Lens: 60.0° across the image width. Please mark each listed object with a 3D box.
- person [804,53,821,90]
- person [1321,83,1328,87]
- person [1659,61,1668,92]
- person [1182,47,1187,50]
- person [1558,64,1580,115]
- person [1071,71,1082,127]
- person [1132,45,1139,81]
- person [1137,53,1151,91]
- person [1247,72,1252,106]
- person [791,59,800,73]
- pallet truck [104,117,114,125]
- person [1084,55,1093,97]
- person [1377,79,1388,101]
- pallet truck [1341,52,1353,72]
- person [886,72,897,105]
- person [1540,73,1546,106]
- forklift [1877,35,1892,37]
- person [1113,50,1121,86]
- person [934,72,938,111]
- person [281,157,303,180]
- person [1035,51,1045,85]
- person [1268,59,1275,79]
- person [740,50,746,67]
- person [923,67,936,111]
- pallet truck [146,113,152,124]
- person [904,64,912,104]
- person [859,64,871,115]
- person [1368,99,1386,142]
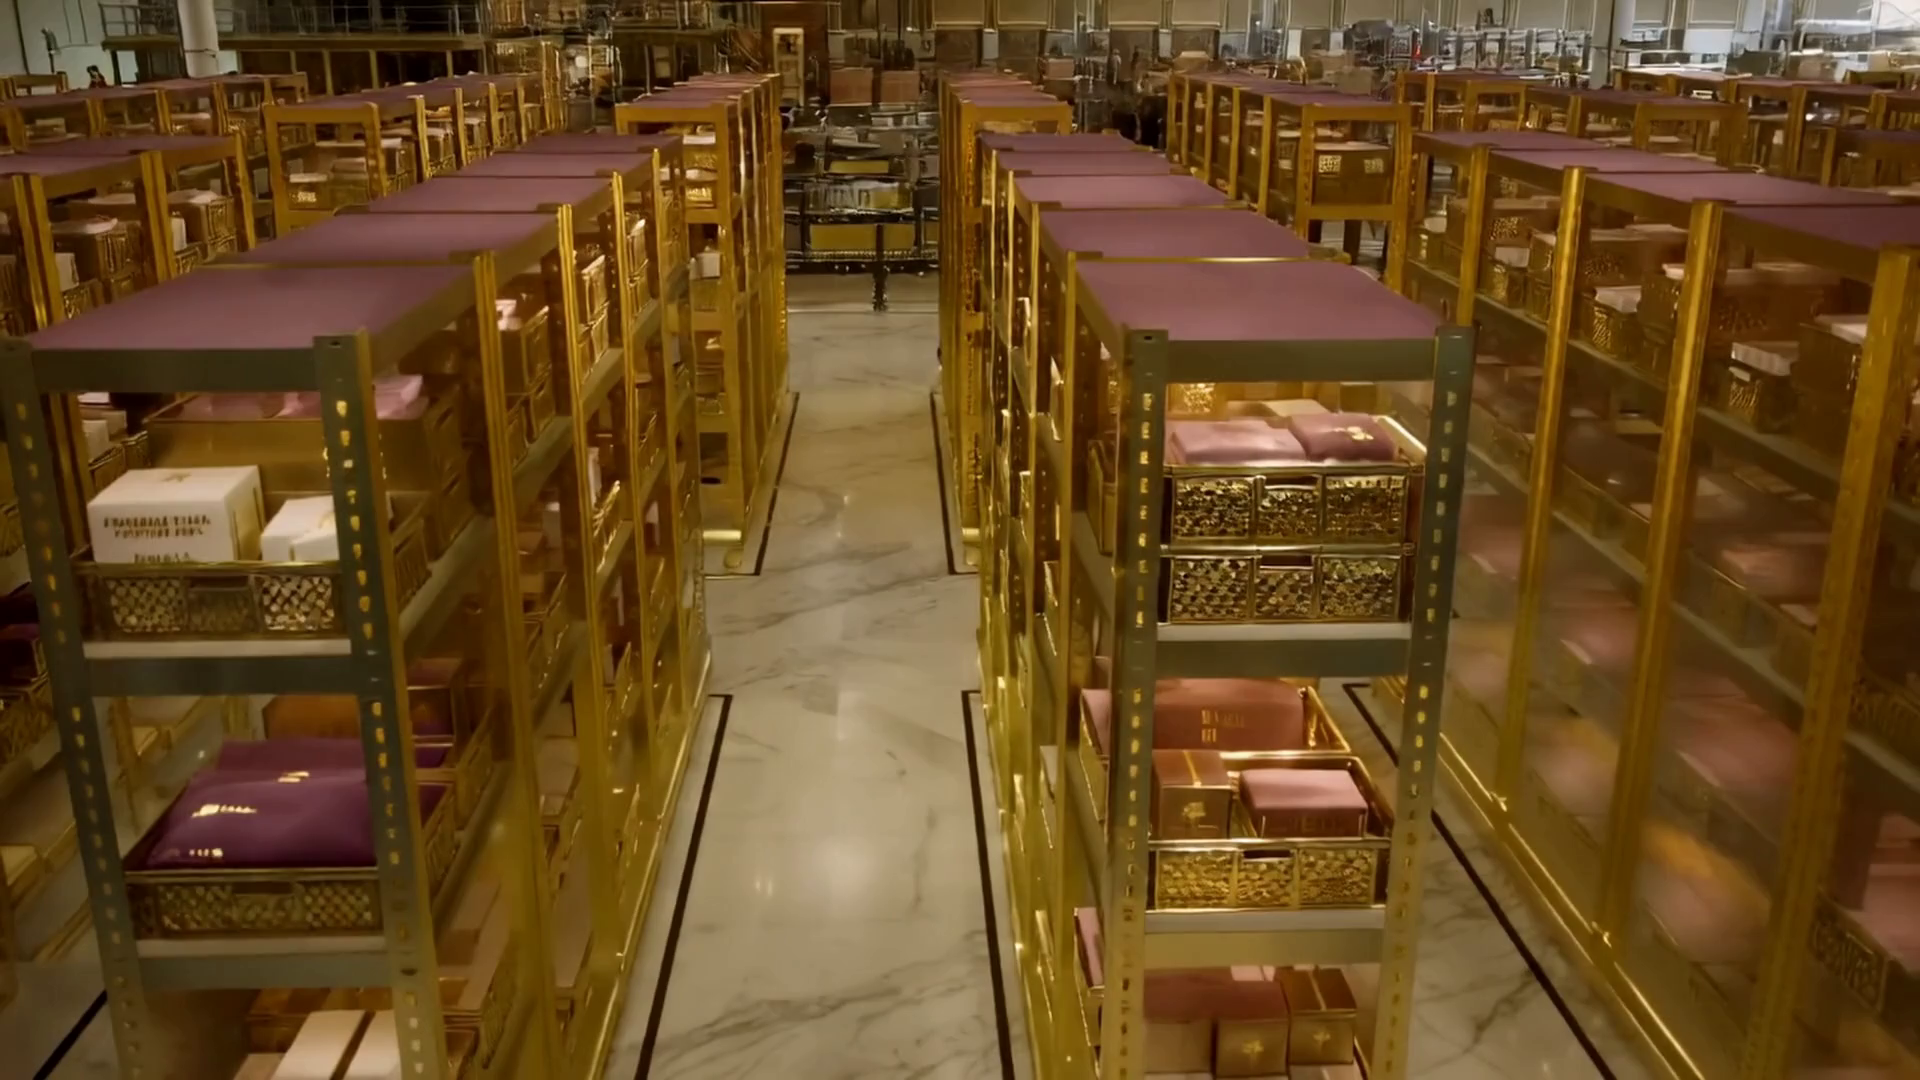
[{"bbox_3d":[-7.541,-23.903,84.922,1.000,1.840,0.571,8,20,24],"label":"person"},{"bbox_3d":[12.367,-14.761,56.875,0.660,1.655,0.566,-16,24,-40],"label":"person"},{"bbox_3d":[30.596,-19.774,72.074,0.620,1.862,0.638,2,18,7],"label":"person"},{"bbox_3d":[12.604,-26.976,94.301,0.616,1.906,0.615,-2,18,-7],"label":"person"},{"bbox_3d":[23.945,-17.708,65.404,0.693,2.000,0.953,1,18,2],"label":"person"},{"bbox_3d":[4.174,-15.877,59.906,0.358,1.938,0.542,-6,19,-17],"label":"person"},{"bbox_3d":[10.045,-27.243,94.984,0.377,1.995,0.608,-6,19,-19],"label":"person"},{"bbox_3d":[9.330,-23.614,83.925,0.552,1.901,0.975,16,24,41],"label":"person"},{"bbox_3d":[10.656,-16.465,61.855,0.429,1.854,0.532,4,18,11],"label":"person"},{"bbox_3d":[-8.710,-24.905,88.217,0.498,1.704,0.890,9,20,27],"label":"person"},{"bbox_3d":[-18.367,-7.885,35.078,1.885,1.965,0.823,1,18,2],"label":"pallet truck"},{"bbox_3d":[6.099,-21.875,78.465,0.372,1.940,0.627,-1,18,-4],"label":"person"},{"bbox_3d":[14.381,-14.920,57.180,0.784,1.791,0.584,3,18,10],"label":"person"},{"bbox_3d":[18.794,-23.123,82.231,0.823,1.965,1.885,-13,22,-35],"label":"pallet truck"},{"bbox_3d":[-2.704,-17.108,64.047,0.780,1.733,0.526,1,18,2],"label":"person"},{"bbox_3d":[20.700,-15.697,59.405,0.461,1.899,0.612,-10,21,-29],"label":"person"},{"bbox_3d":[44.168,-22.919,80.186,1.129,2.768,1.873,-1,18,-2],"label":"forklift"},{"bbox_3d":[8.453,-25.471,89.747,0.429,1.844,0.622,2,18,7],"label":"person"},{"bbox_3d":[-0.701,-16.492,61.921,0.983,1.879,0.596,-4,18,-11],"label":"person"},{"bbox_3d":[-12.940,-6.921,32.316,0.677,1.855,0.972,-12,21,-33],"label":"person"},{"bbox_3d":[4.342,-25.637,90.391,0.995,1.770,0.687,15,23,38],"label":"person"},{"bbox_3d":[15.049,-22.380,80.430,0.321,1.690,0.533,13,22,34],"label":"person"},{"bbox_3d":[-11.305,-24.517,86.629,0.408,1.942,0.615,1,18,4],"label":"person"},{"bbox_3d":[-1.170,-17.868,66.235,0.515,1.840,0.830,3,18,9],"label":"person"},{"bbox_3d":[-18.087,-8.309,36.390,1.885,1.965,0.823,-1,18,-4],"label":"pallet truck"},{"bbox_3d":[-2.207,-19.143,70.160,0.328,1.844,0.514,9,20,26],"label":"person"},{"bbox_3d":[-3.797,-17.936,66.259,0.590,1.945,0.604,13,22,35],"label":"person"},{"bbox_3d":[12.308,-12.222,49.143,0.510,1.593,0.833,-1,18,-4],"label":"person"}]
